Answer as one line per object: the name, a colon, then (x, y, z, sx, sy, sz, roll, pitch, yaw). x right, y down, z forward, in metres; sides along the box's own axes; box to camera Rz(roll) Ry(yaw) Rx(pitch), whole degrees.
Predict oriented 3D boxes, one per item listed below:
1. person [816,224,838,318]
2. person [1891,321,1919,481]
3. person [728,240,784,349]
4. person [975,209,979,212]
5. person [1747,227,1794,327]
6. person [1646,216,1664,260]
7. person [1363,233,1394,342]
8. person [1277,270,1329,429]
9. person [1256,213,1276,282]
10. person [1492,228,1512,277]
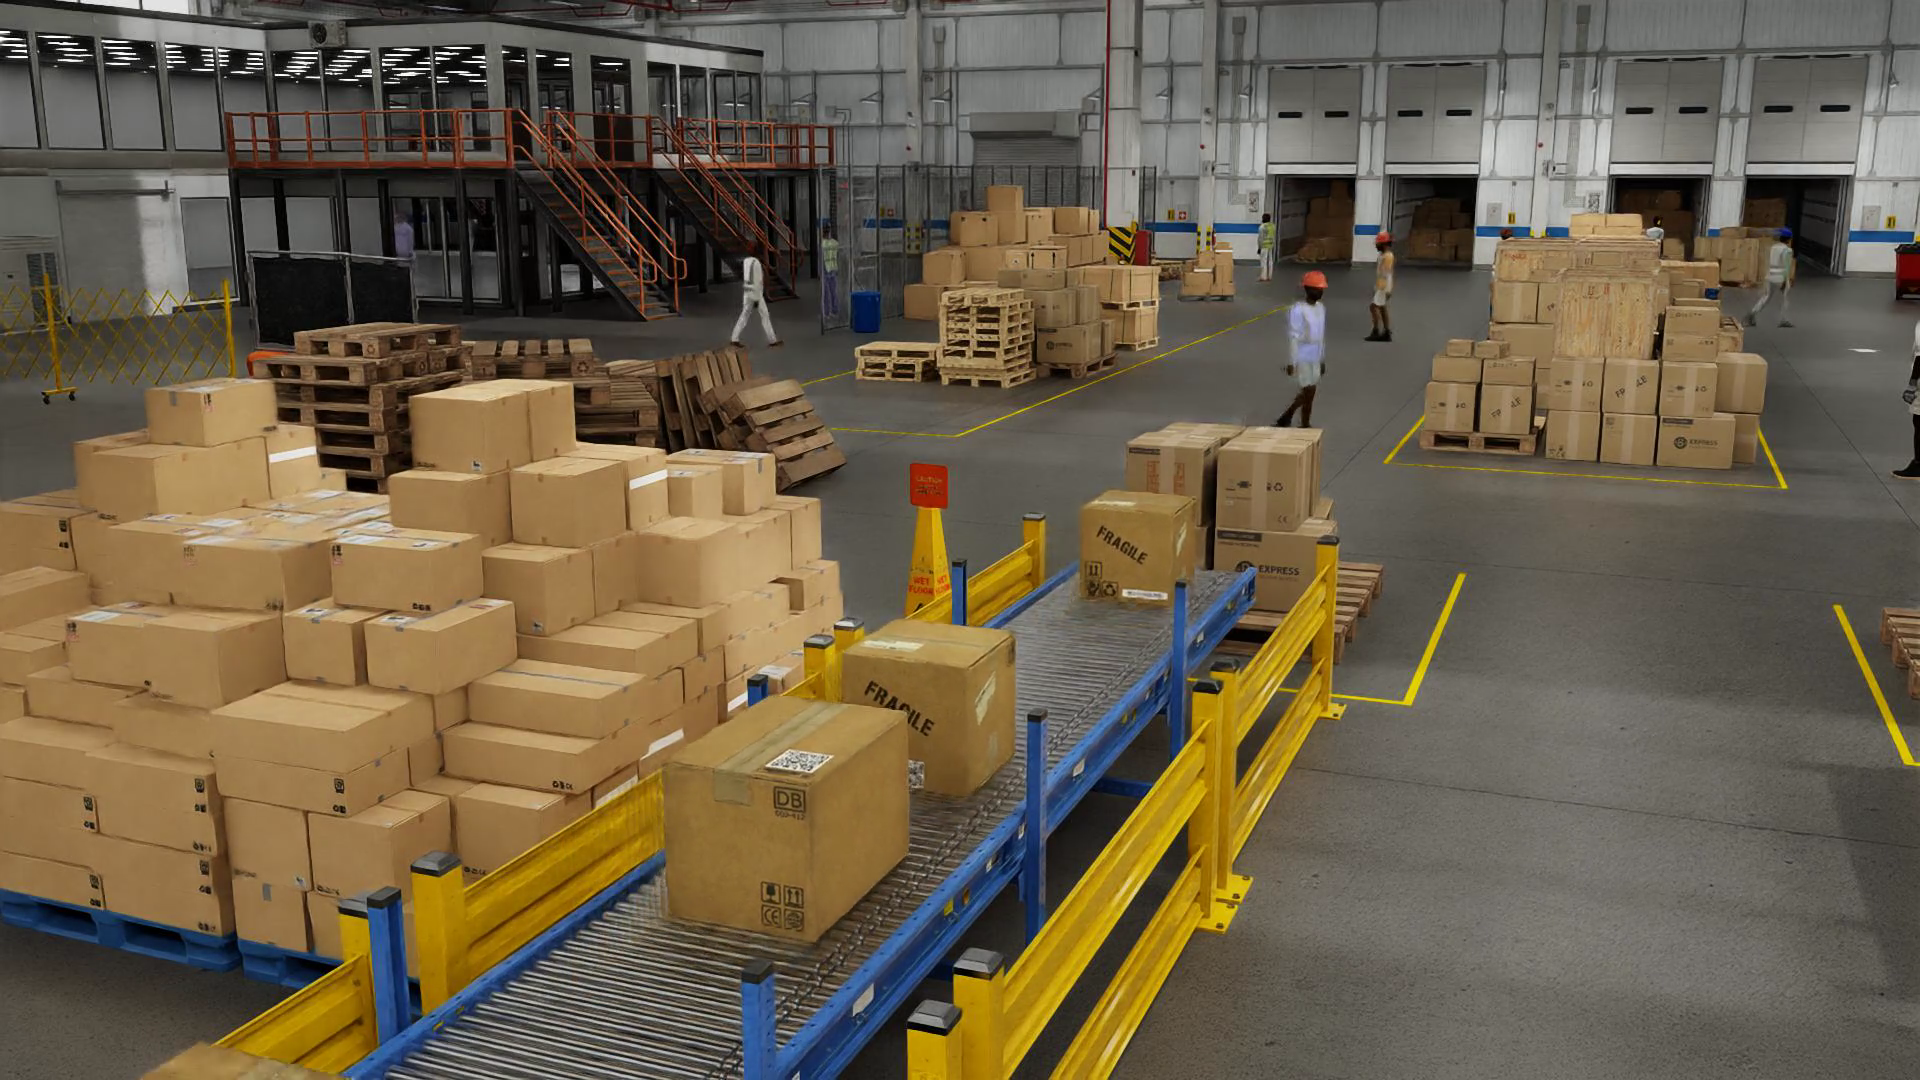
person: (-2.711, -5.505, 34.085, 0.396, 1.911, 0.588, 8, 15, 34)
person: (9.475, -1.558, 16.241, 0.607, 1.966, 0.367, -6, 14, -25)
person: (-3.494, -4.141, 28.121, 0.978, 1.844, 0.576, -9, 15, -34)
person: (0.389, -9.308, 51.368, 0.921, 1.818, 0.522, -2, 13, -7)
person: (15.697, -5.051, 32.036, 0.865, 1.919, 0.609, -4, 13, -18)
person: (17.369, -7.158, 41.594, 0.326, 1.865, 0.518, -8, 15, -33)
person: (7.346, -4.437, 29.266, 0.660, 1.912, 0.565, 1, 13, 4)
person: (3.835, -2.015, 18.381, 0.566, 1.924, 0.463, -11, 17, -41)
person: (8.270, -7.913, 45.032, 0.625, 1.843, 0.430, -11, 16, -39)
person: (10.687, -5.205, 32.820, 0.361, 1.878, 0.579, 7, 14, 29)
